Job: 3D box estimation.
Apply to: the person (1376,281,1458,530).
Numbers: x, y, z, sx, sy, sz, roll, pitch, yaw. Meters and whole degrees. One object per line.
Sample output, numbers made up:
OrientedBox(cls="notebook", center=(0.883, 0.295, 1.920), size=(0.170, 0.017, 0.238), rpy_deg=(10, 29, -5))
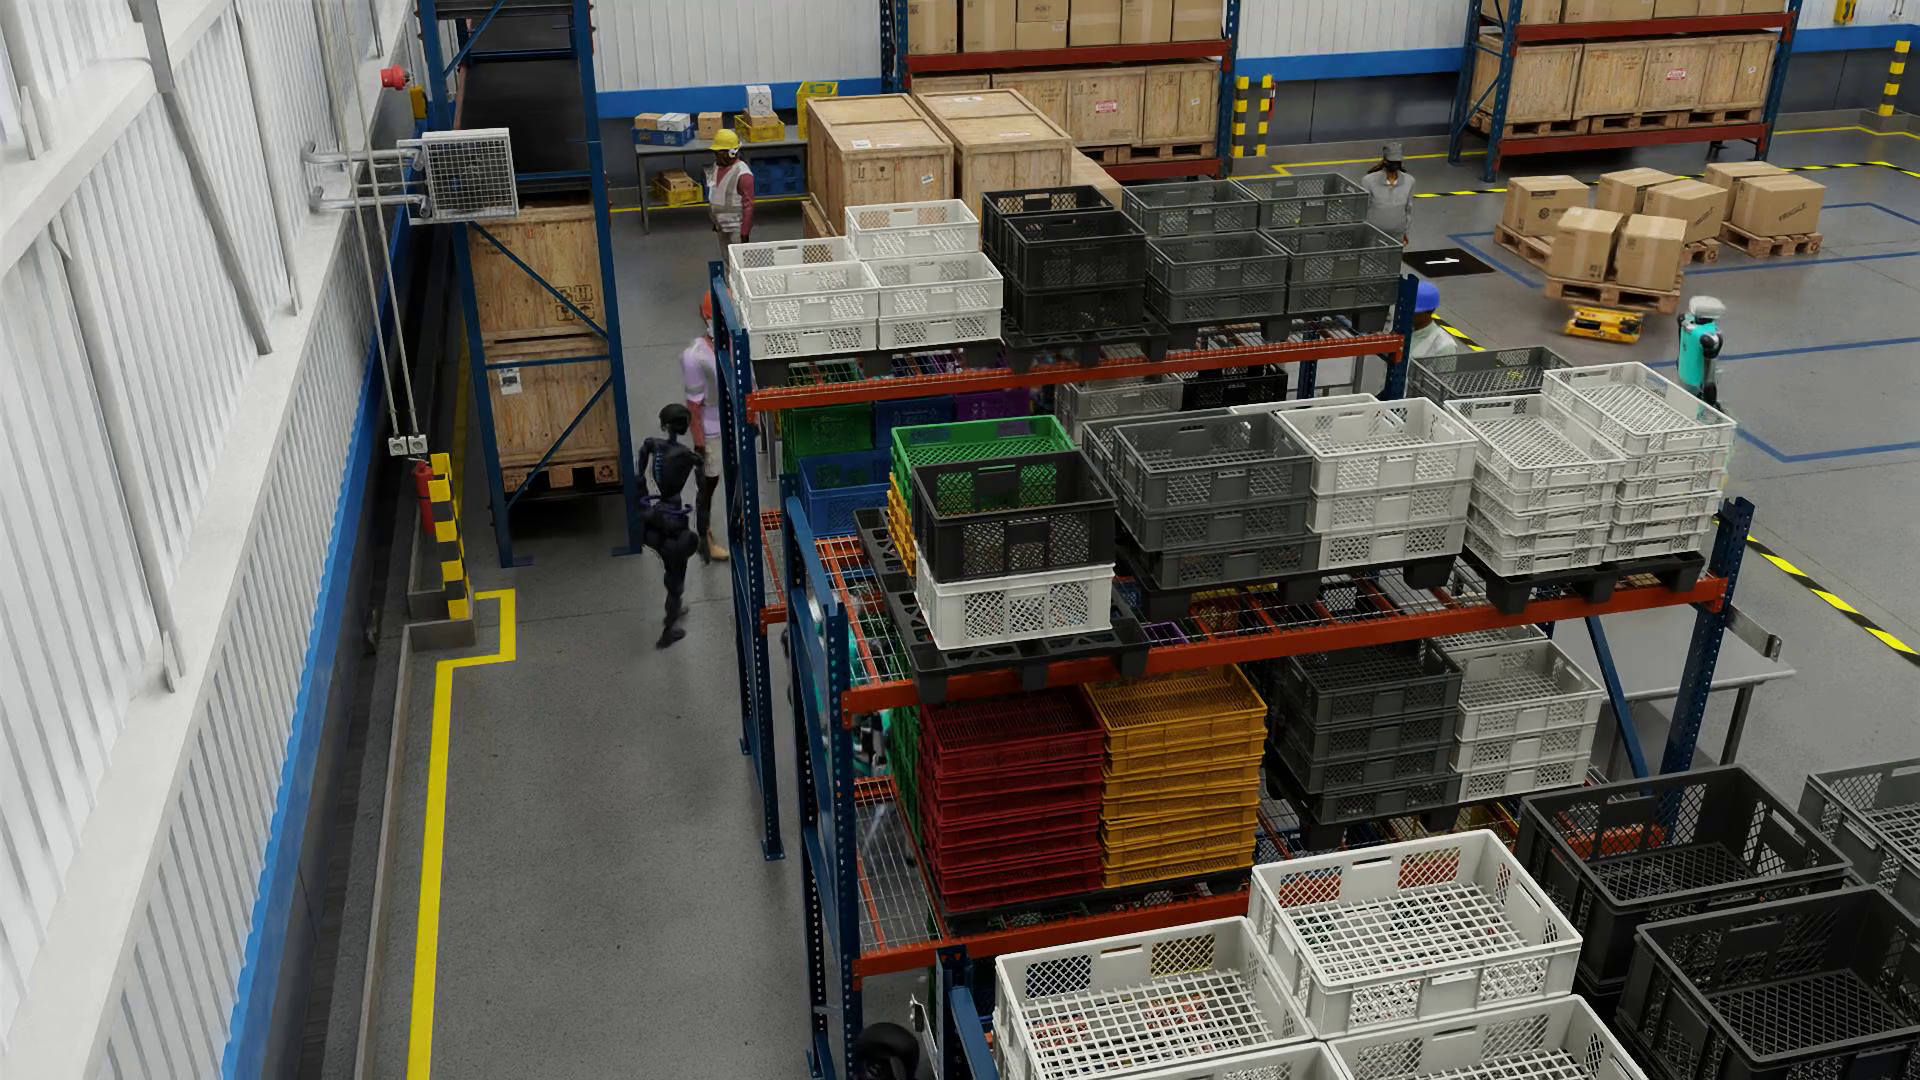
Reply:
OrientedBox(cls="person", center=(3.269, -0.955, 12.068), size=(0.412, 1.939, 0.609), rpy_deg=(-15, 31, -26))

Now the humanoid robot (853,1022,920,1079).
OrientedBox(cls="humanoid robot", center=(-0.219, 2.395, 5.976), size=(0.340, 1.657, 0.598), rpy_deg=(6, 28, 11))

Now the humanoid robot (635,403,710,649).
OrientedBox(cls="humanoid robot", center=(-1.863, -0.105, 10.747), size=(0.609, 1.633, 0.488), rpy_deg=(15, 31, 27))

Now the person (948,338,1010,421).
OrientedBox(cls="person", center=(0.142, -0.980, 12.213), size=(0.588, 1.860, 0.455), rpy_deg=(25, 37, 39))

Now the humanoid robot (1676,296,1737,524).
OrientedBox(cls="humanoid robot", center=(5.578, -0.908, 12.274), size=(0.766, 1.845, 0.539), rpy_deg=(-1, 28, -2))

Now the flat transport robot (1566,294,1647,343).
OrientedBox(cls="flat transport robot", center=(6.403, -2.305, 16.390), size=(0.652, 0.197, 1.431), rpy_deg=(12, 30, 21))

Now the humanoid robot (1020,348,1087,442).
OrientedBox(cls="humanoid robot", center=(0.652, -0.881, 12.238), size=(0.599, 1.622, 0.575), rpy_deg=(15, 31, 27))

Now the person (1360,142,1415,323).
OrientedBox(cls="person", center=(4.070, -2.966, 16.062), size=(0.563, 1.770, 0.396), rpy_deg=(-3, 28, -6))

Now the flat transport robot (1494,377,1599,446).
OrientedBox(cls="flat transport robot", center=(4.780, -1.036, 14.013), size=(0.659, 0.231, 1.431), rpy_deg=(-6, 28, -12))

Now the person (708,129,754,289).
OrientedBox(cls="person", center=(-2.238, -3.096, 16.243), size=(0.404, 1.832, 0.590), rpy_deg=(-22, 35, -35))

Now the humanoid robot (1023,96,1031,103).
OrientedBox(cls="humanoid robot", center=(0.655, -4.061, 18.312), size=(0.741, 1.650, 0.600), rpy_deg=(-2, 28, -4))

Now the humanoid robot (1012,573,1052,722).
OrientedBox(cls="humanoid robot", center=(0.574, 0.934, 8.728), size=(0.787, 1.798, 0.532), rpy_deg=(-12, 30, -22))

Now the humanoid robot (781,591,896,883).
OrientedBox(cls="humanoid robot", center=(-0.547, 0.988, 8.598), size=(0.532, 1.794, 0.651), rpy_deg=(10, 29, 18))

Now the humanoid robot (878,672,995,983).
OrientedBox(cls="humanoid robot", center=(-0.025, 1.373, 7.863), size=(0.696, 1.787, 0.535), rpy_deg=(2, 28, 5))

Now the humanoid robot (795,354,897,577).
OrientedBox(cls="humanoid robot", center=(-0.925, -0.494, 11.470), size=(1.018, 1.739, 0.568), rpy_deg=(-4, 28, -8))

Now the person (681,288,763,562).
OrientedBox(cls="person", center=(-1.646, -0.811, 11.711), size=(0.446, 2.030, 0.615), rpy_deg=(22, 35, 35))
